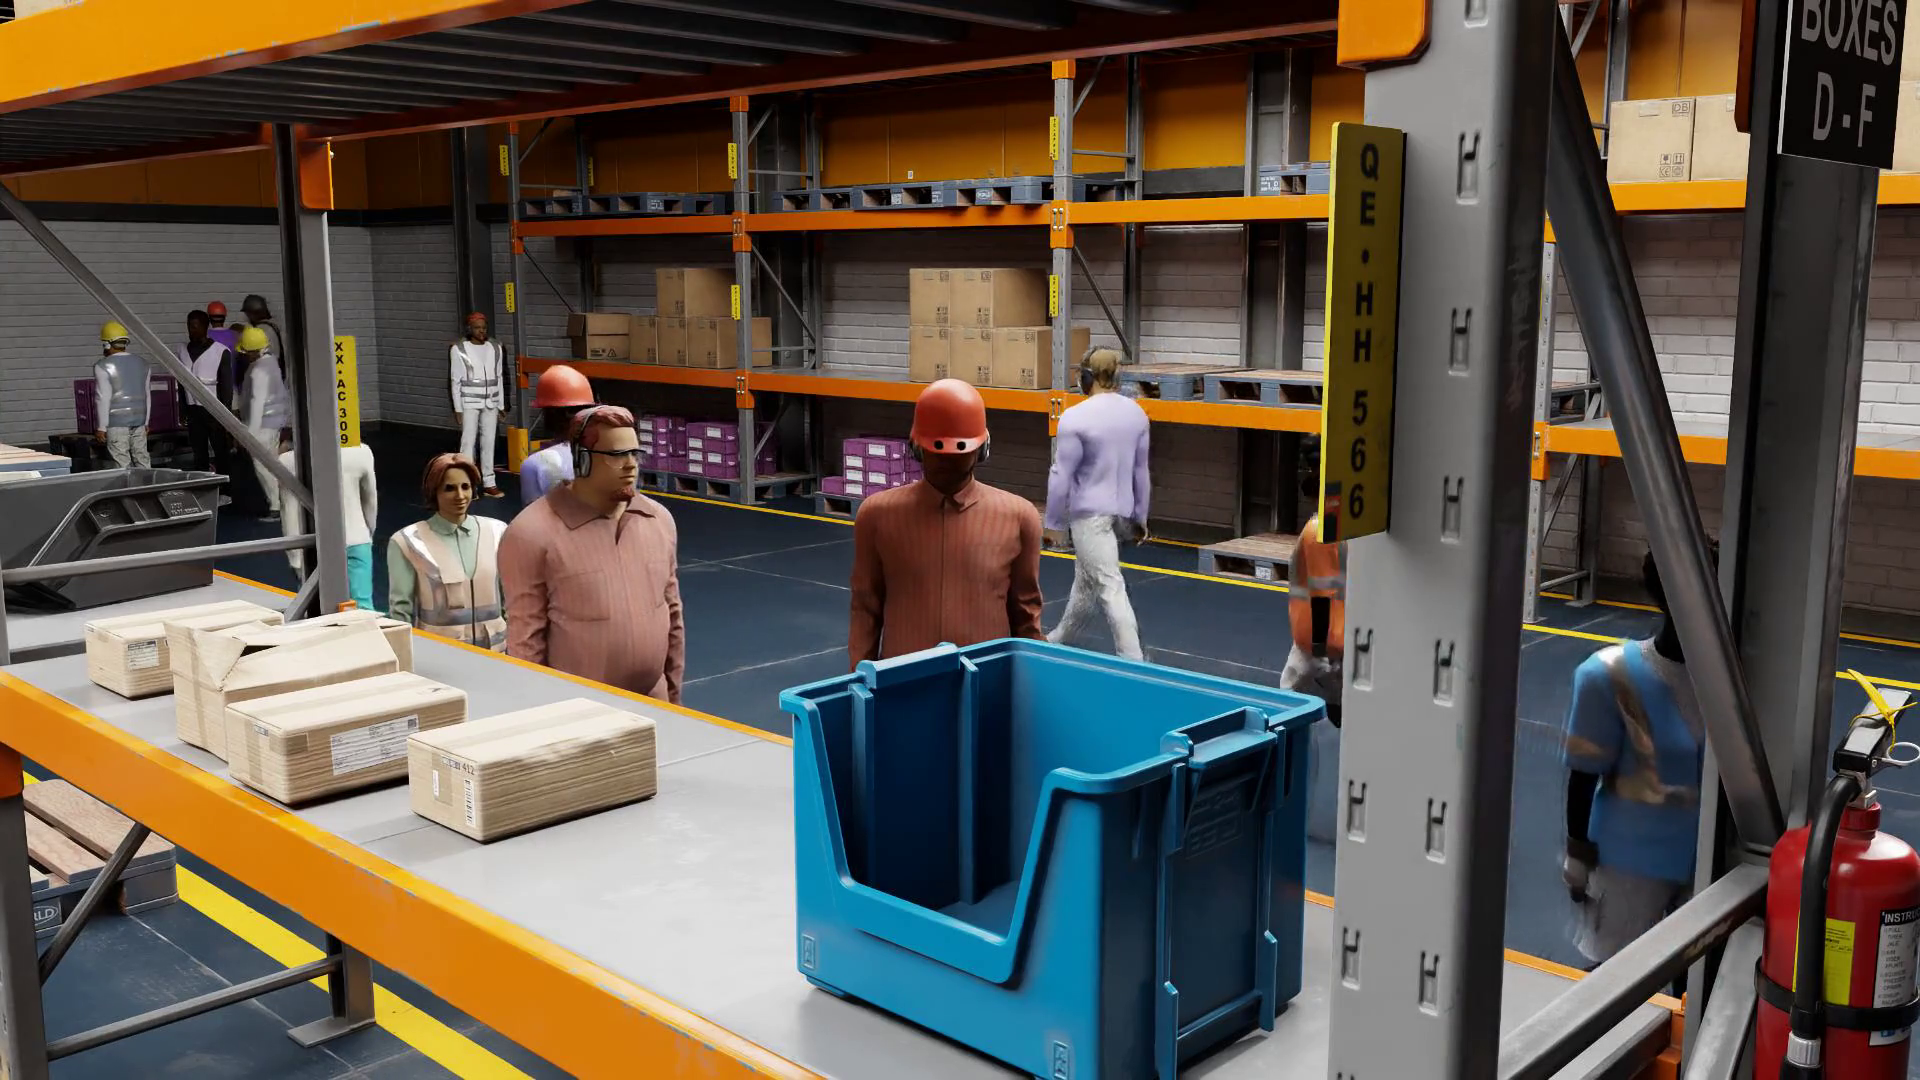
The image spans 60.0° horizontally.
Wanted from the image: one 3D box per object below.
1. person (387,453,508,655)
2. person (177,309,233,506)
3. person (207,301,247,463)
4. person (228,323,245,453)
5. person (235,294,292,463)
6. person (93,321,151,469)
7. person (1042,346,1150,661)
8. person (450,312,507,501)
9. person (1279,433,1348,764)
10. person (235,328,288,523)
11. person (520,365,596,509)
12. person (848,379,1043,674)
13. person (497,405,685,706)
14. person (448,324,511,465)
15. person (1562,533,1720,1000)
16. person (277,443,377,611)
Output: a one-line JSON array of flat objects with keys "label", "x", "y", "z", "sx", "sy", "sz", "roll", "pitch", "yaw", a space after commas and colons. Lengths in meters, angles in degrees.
[{"label": "person", "x": -1.890, "y": 0.484, "z": 6.270, "sx": 0.524, "sy": 1.639, "sz": 0.306, "roll": -9, "pitch": 13, "yaw": -43}, {"label": "person", "x": -7.377, "y": -1.288, "z": 16.275, "sx": 0.587, "sy": 1.922, "sz": 0.392, "roll": 2, "pitch": 10, "yaw": 14}, {"label": "person", "x": -8.808, "y": -1.877, "z": 19.838, "sx": 0.552, "sy": 1.935, "sz": 0.373, "roll": -7, "pitch": 12, "yaw": -37}, {"label": "person", "x": -9.040, "y": -1.903, "z": 20.919, "sx": 0.501, "sy": 1.636, "sz": 0.278, "roll": -8, "pitch": 12, "yaw": -39}, {"label": "person", "x": -8.253, "y": -1.894, "z": 19.627, "sx": 0.536, "sy": 2.000, "sz": 0.704, "roll": -2, "pitch": 9, "yaw": -11}, {"label": "person", "x": -7.746, "y": -1.098, "z": 15.373, "sx": 0.404, "sy": 1.835, "sz": 0.586, "roll": 4, "pitch": 10, "yaw": 21}, {"label": "person", "x": 0.720, "y": -0.140, "z": 9.342, "sx": 0.651, "sy": 1.882, "sz": 1.003, "roll": -9, "pitch": 13, "yaw": -42}, {"label": "person", "x": -4.835, "y": -1.344, "z": 16.738, "sx": 0.356, "sy": 1.881, "sz": 0.575, "roll": 9, "pitch": 13, "yaw": 44}, {"label": "person", "x": 1.550, "y": 0.400, "z": 6.673, "sx": 0.696, "sy": 1.675, "sz": 0.533, "roll": 6, "pitch": 11, "yaw": 32}, {"label": "person", "x": -6.386, "y": -1.046, "z": 15.236, "sx": 0.404, "sy": 1.786, "sz": 0.672, "roll": -1, "pitch": 9, "yaw": -8}, {"label": "person", "x": -1.730, "y": 0.196, "z": 7.238, "sx": 0.968, "sy": 1.893, "sz": 0.573, "roll": 8, "pitch": 12, "yaw": 42}, {"label": "person", "x": -0.044, "y": 0.491, "z": 5.168, "sx": 0.608, "sy": 1.986, "sz": 0.389, "roll": 0, "pitch": 9, "yaw": -3}, {"label": "person", "x": -1.108, "y": 0.527, "z": 5.235, "sx": 0.400, "sy": 1.902, "sz": 0.642, "roll": 9, "pitch": 13, "yaw": 44}, {"label": "person", "x": -5.201, "y": -1.531, "z": 18.056, "sx": 0.645, "sy": 1.823, "sz": 0.480, "roll": -5, "pitch": 10, "yaw": -28}, {"label": "person", "x": 1.789, "y": 0.785, "z": 4.309, "sx": 0.542, "sy": 1.684, "sz": 0.566, "roll": 0, "pitch": 9, "yaw": -2}, {"label": "person", "x": -3.324, "y": 0.035, "z": 8.799, "sx": 0.539, "sy": 1.718, "sz": 0.932, "roll": -7, "pitch": 11, "yaw": -36}]
